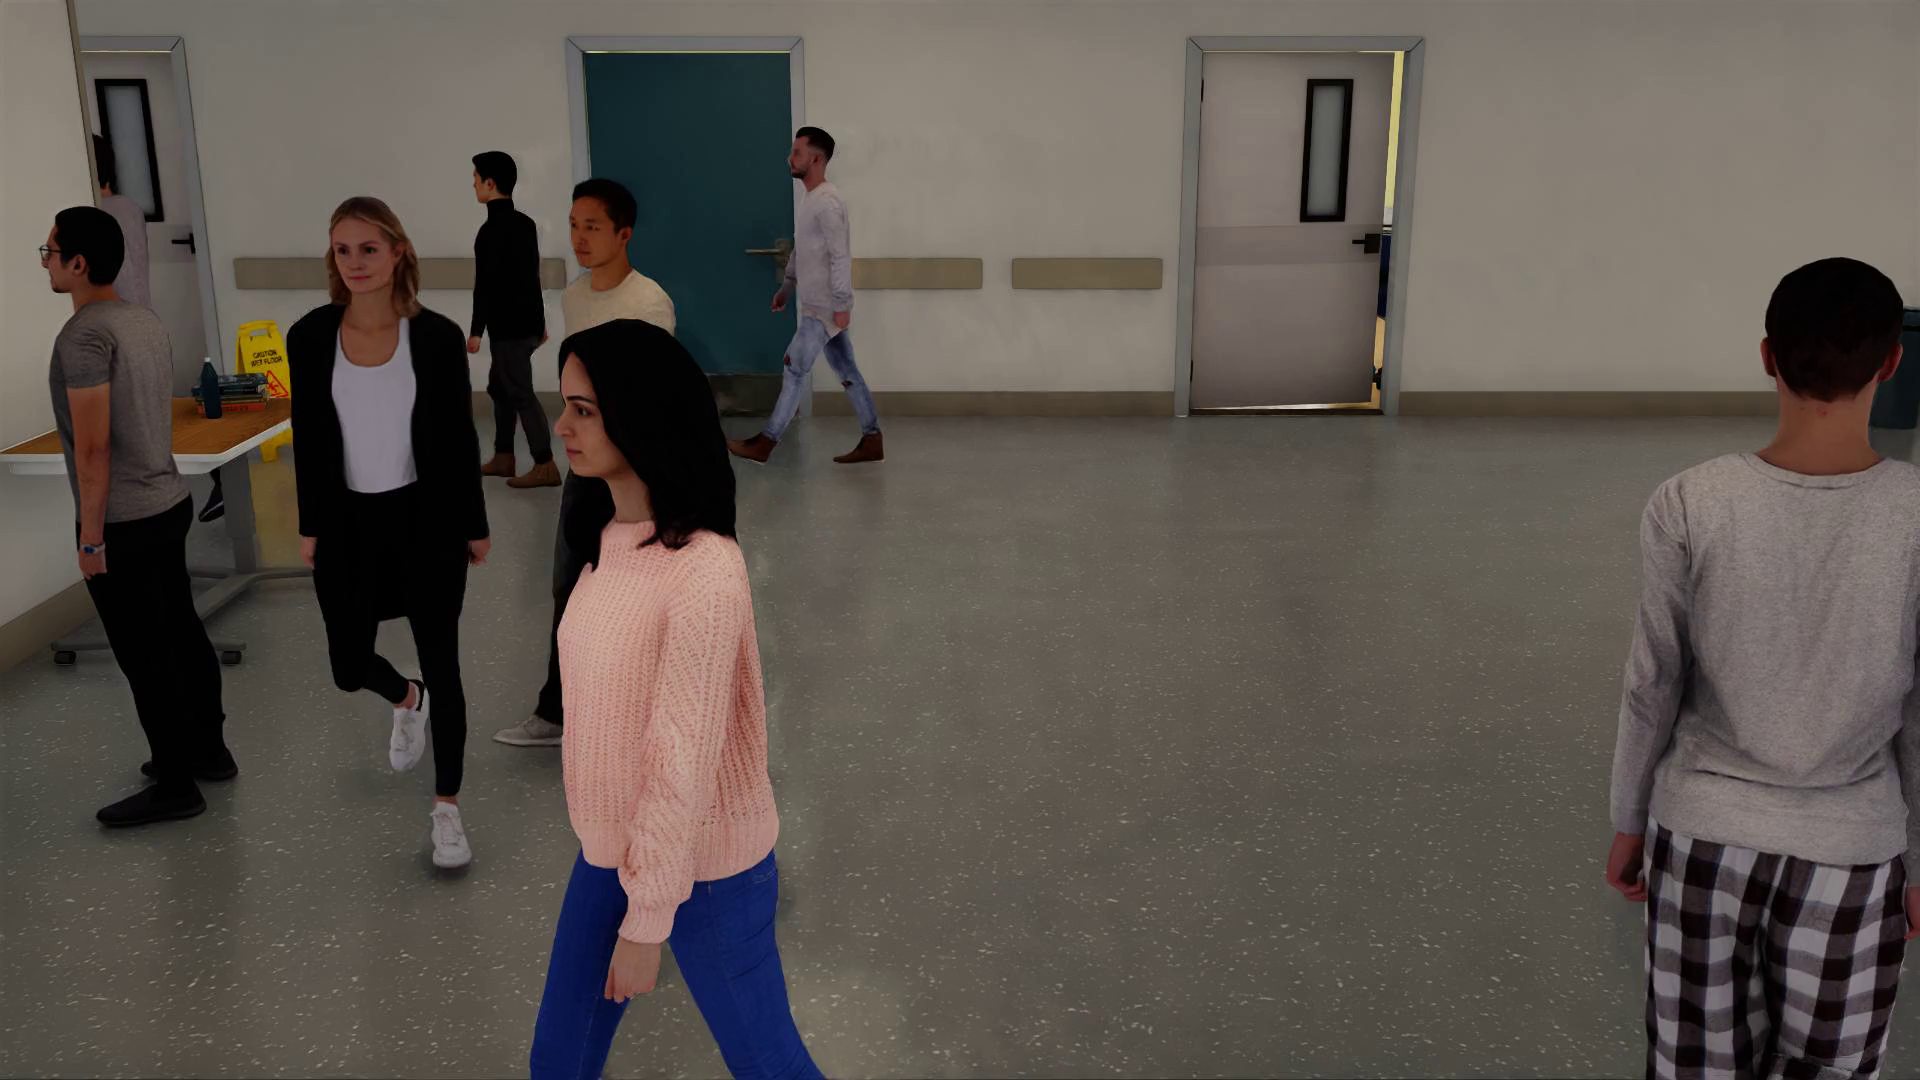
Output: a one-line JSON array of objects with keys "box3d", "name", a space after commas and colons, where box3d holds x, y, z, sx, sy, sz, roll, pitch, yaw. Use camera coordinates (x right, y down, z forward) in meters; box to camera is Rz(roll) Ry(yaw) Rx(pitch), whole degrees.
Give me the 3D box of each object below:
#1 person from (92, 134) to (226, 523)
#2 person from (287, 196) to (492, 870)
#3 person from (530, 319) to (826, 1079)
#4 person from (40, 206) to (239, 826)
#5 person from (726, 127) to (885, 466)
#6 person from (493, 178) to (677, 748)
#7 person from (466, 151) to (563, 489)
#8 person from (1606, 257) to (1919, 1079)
[{"box3d": [-3.792, -0.921, 7.693, 1.165, 1.804, 0.747, 1, 16, 5], "name": "person"}, {"box3d": [-1.545, -0.017, 4.513, 0.865, 1.789, 0.791, -4, 16, -14], "name": "person"}, {"box3d": [-0.366, 0.536, 2.676, 1.213, 1.723, 1.032, -9, 18, -30], "name": "person"}, {"box3d": [-2.375, -0.072, 4.781, 0.536, 1.750, 0.624, -1, 16, -5], "name": "person"}, {"box3d": [-0.629, -1.241, 8.849, 1.171, 1.792, 0.812, -3, 16, -9], "name": "person"}, {"box3d": [-0.979, -0.227, 5.262, 1.057, 1.786, 1.072, 12, 20, 36], "name": "person"}, {"box3d": [-2.219, -1.100, 8.498, 0.814, 1.712, 0.707, 2, 16, 6], "name": "person"}, {"box3d": [1.265, 0.504, 2.578, 0.856, 1.837, 0.881, 8, 18, 26], "name": "person"}]
